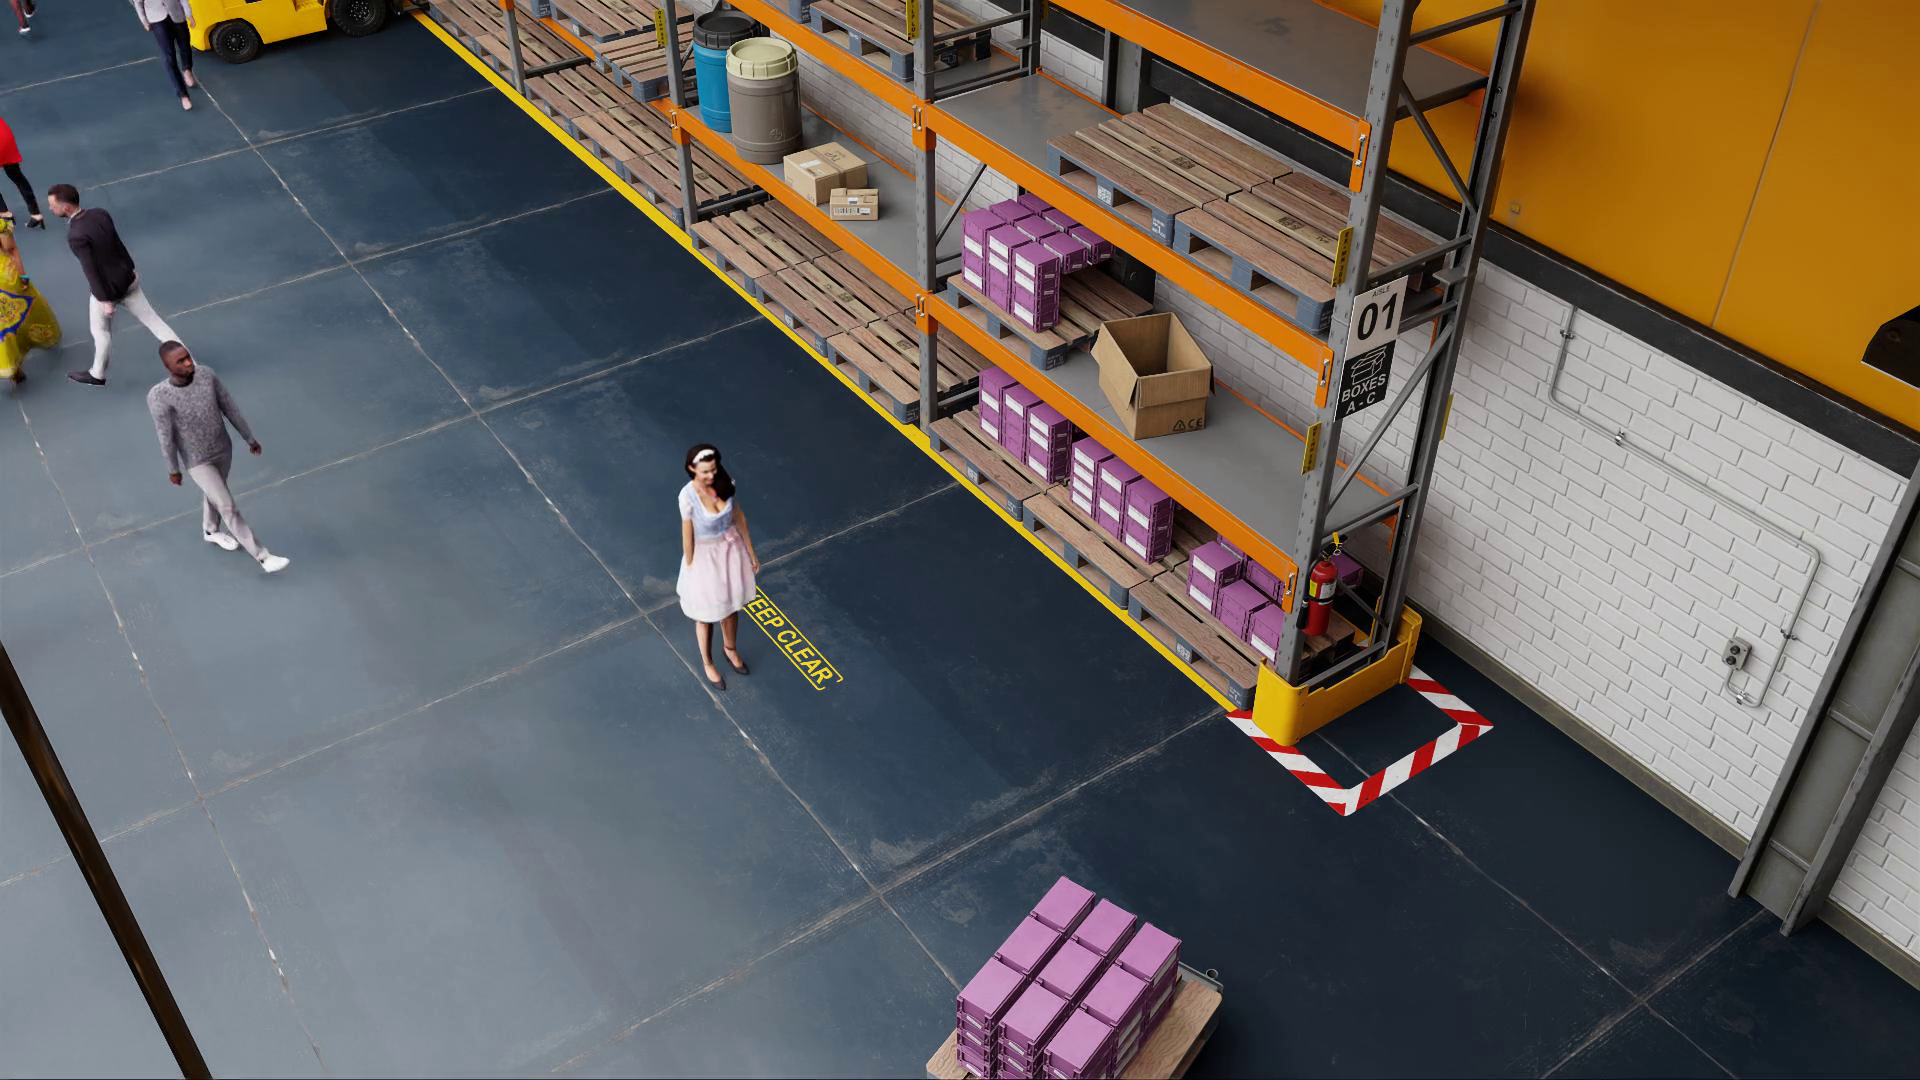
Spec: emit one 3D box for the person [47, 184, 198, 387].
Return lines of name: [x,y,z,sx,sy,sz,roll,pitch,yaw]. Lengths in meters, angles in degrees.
person: [-6.635,-1.969,13.221,1.303,1.770,1.267,7,39,9]

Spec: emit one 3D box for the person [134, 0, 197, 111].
person: [-8.466,-5.605,17.738,0.704,1.815,1.179,-22,44,-25]

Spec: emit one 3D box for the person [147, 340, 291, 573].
person: [-5.270,-0.606,11.495,1.287,1.793,1.087,17,42,20]

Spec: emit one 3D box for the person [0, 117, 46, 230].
person: [-8.830,-3.644,15.348,0.862,1.733,0.802,5,39,6]

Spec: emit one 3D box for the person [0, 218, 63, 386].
person: [-7.789,-2.033,13.422,0.948,1.619,1.387,-14,41,-17]

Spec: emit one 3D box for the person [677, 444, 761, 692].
person: [-1.572,0.125,10.565,0.742,1.812,0.766,-31,48,-33]
